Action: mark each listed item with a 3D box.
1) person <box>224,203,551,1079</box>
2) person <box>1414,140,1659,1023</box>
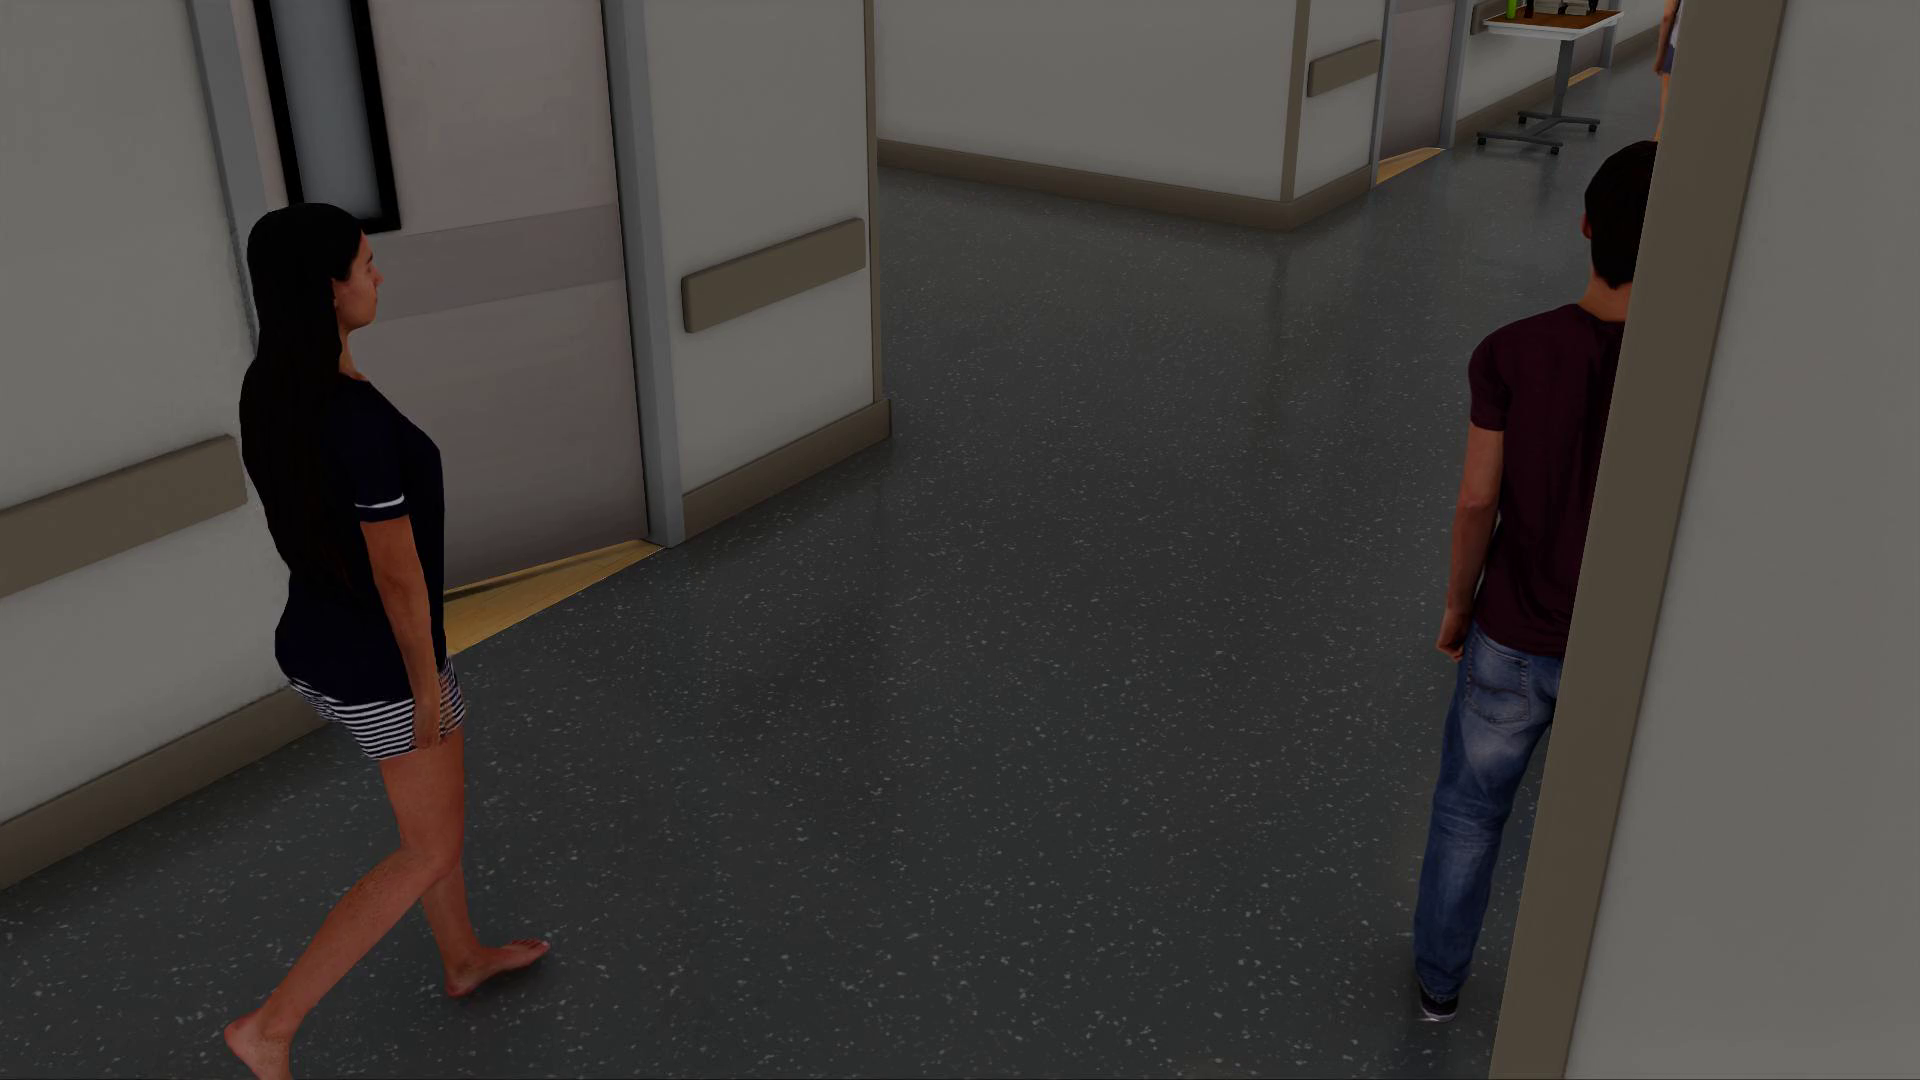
[{"bbox_3d":[-1.168,0.273,3.106,0.642,1.748,0.974,21,33,36],"label":"person"},{"bbox_3d":[1.178,0.171,3.203,0.665,1.848,0.581,13,29,25],"label":"person"}]
